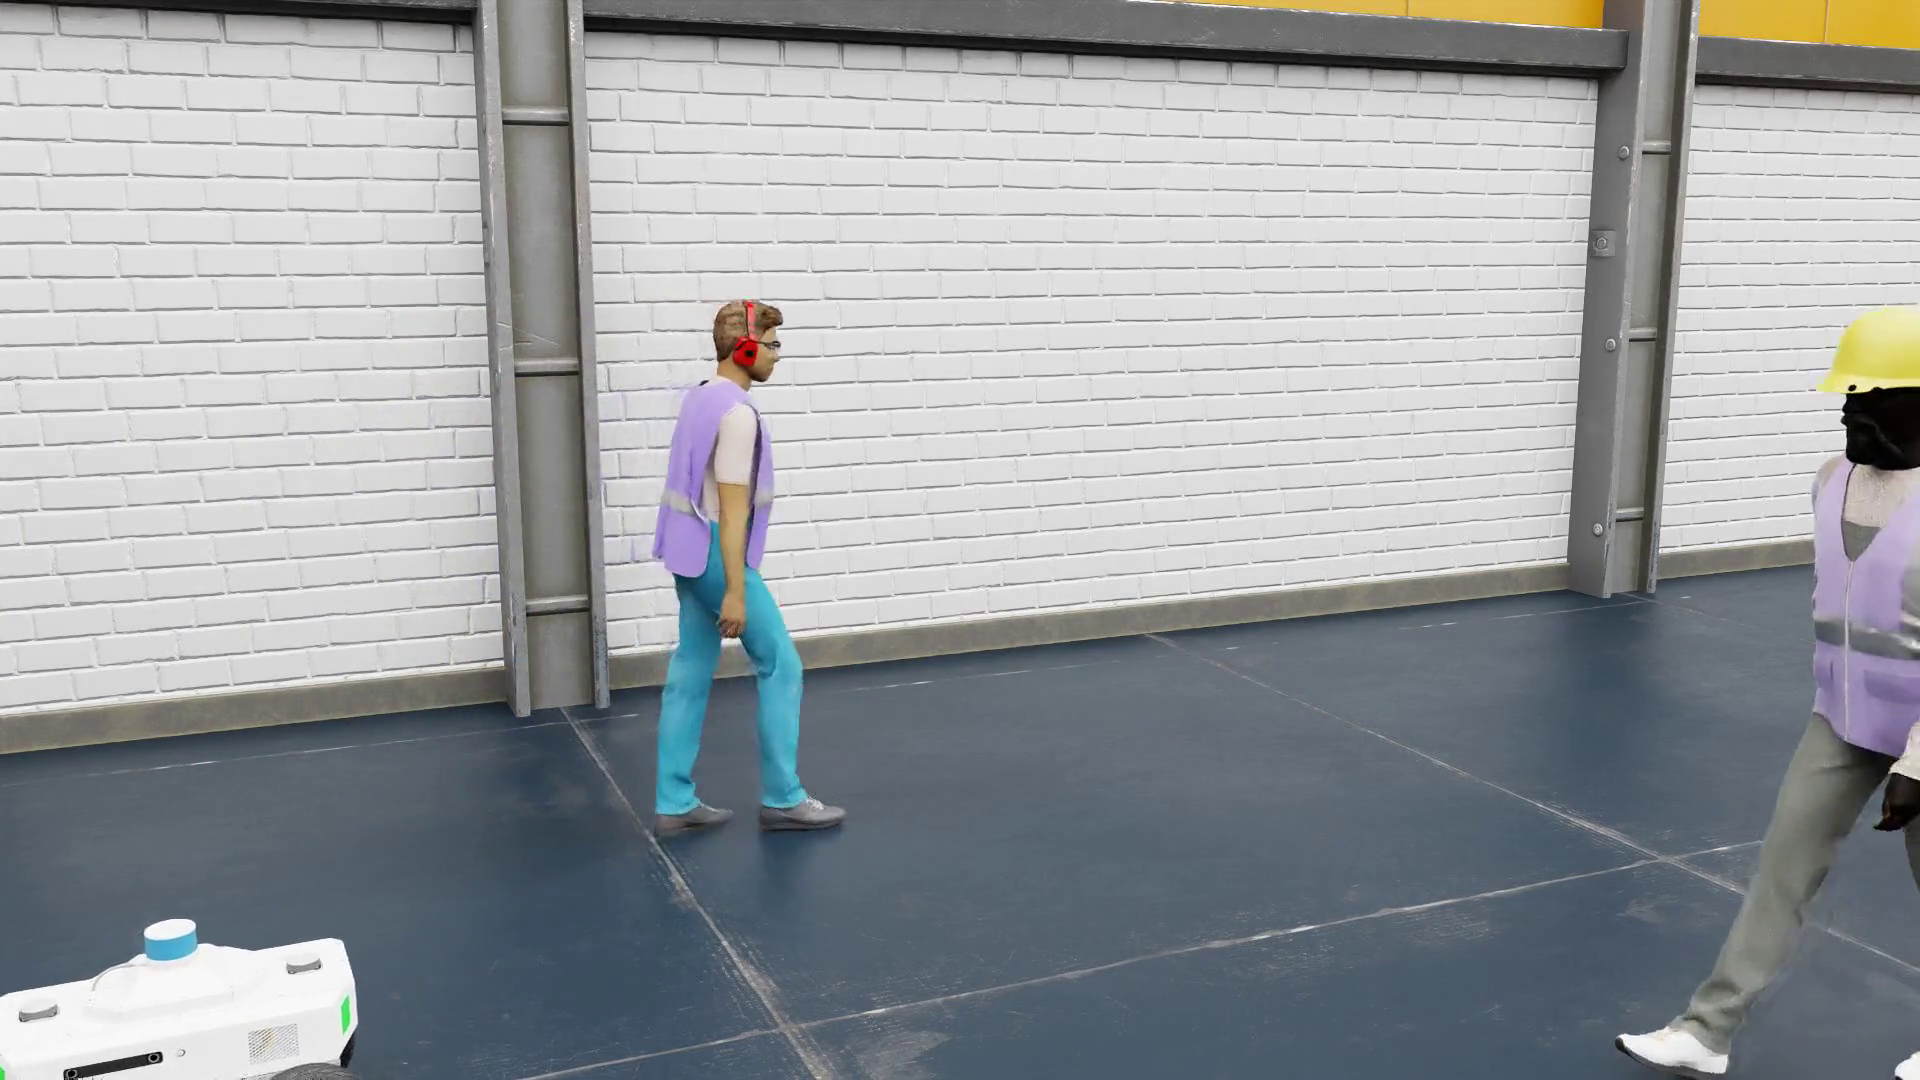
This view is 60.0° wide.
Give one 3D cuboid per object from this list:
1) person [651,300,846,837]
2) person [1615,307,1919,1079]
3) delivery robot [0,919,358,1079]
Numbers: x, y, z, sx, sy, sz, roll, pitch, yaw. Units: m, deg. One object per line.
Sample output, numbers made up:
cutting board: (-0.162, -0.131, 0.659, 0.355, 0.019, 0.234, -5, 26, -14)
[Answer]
person: (-0.723, 0.107, 5.630, 0.763, 1.807, 0.599, -5, 11, -25)
person: (2.101, 0.410, 3.833, 1.022, 1.868, 0.602, -3, 11, -16)
delivery robot: (-1.685, 1.062, 3.585, 0.707, 0.478, 0.477, -5, 11, -25)
